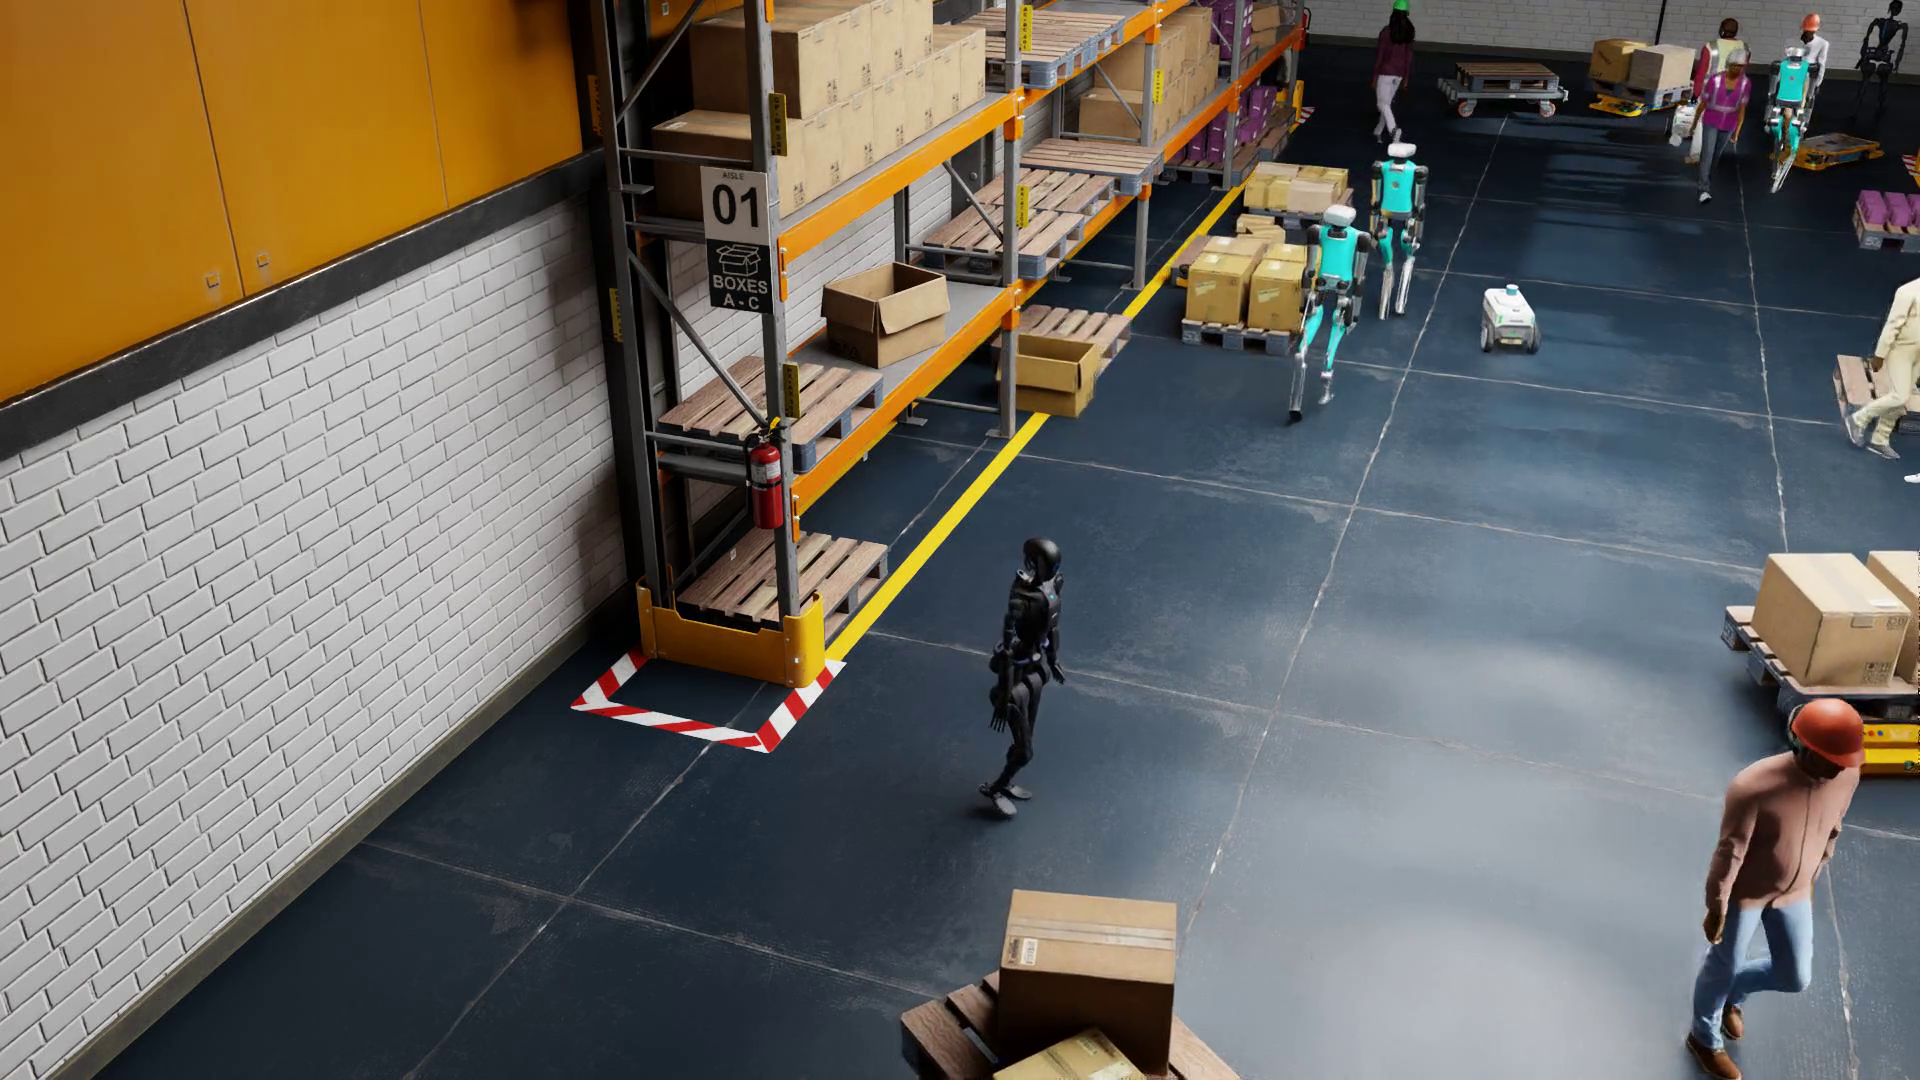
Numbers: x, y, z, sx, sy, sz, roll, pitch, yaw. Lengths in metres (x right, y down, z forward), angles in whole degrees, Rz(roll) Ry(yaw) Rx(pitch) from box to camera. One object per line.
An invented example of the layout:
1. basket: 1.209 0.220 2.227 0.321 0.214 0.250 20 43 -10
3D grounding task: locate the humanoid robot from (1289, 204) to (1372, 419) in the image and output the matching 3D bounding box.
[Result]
1. humanoid robot: 2.962 -1.803 13.687 0.530 1.783 1.003 14 30 24

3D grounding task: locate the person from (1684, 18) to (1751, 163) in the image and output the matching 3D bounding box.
1. person: 9.570 -5.651 21.035 0.631 1.818 0.445 -1 27 -1

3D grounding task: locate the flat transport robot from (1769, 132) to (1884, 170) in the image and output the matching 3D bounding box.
1. flat transport robot: 11.208 -5.015 21.478 1.431 0.231 0.659 -15 31 -27

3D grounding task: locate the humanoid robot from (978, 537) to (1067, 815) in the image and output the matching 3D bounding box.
1. humanoid robot: 0.333 0.711 8.850 0.385 1.641 0.608 16 31 28

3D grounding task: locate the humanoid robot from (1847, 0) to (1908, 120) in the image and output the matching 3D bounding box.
1. humanoid robot: 12.883 -6.731 23.318 0.763 1.628 0.590 -23 35 -37

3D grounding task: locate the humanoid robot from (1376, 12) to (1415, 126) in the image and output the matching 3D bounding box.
1. humanoid robot: 5.991 -6.521 22.868 0.603 1.650 0.328 -13 30 -23

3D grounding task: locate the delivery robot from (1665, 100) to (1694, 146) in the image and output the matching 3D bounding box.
1. delivery robot: 9.752 -5.589 22.278 0.519 0.593 0.764 12 29 21

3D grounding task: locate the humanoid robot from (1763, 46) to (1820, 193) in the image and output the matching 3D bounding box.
1. humanoid robot: 10.046 -5.132 20.122 0.562 1.759 0.973 18 32 30

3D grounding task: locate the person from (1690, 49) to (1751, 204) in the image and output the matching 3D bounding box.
1. person: 8.930 -4.889 19.583 0.537 1.780 0.999 5 28 10

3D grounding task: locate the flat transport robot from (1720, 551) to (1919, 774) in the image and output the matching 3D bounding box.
1. flat transport robot: 5.326 0.922 9.962 0.659 0.231 1.431 0 27 0

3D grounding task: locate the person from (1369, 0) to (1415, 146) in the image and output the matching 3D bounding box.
1. person: 5.703 -6.133 21.867 0.501 1.913 0.852 -6 28 -11

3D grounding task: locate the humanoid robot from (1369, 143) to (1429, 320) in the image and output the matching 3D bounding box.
1. humanoid robot: 4.210 -2.942 15.887 0.541 1.805 0.778 15 31 27

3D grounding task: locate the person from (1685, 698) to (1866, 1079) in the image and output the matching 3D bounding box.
1. person: 3.413 1.483 7.012 0.629 1.973 0.459 -5 28 -10

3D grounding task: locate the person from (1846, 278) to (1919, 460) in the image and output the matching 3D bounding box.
1. person: 7.428 -1.471 13.018 0.592 1.712 0.425 -13 30 -24

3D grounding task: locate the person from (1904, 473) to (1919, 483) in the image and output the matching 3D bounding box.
1. person: 7.479 -1.099 12.390 0.288 1.633 0.498 -2 27 -4

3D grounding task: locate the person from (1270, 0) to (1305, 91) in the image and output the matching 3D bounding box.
1. person: 4.912 -7.749 25.016 0.340 1.911 0.790 -7 28 -13

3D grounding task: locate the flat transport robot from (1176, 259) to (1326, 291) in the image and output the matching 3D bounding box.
1. flat transport robot: 2.982 -2.658 16.906 1.431 0.231 0.659 13 30 23

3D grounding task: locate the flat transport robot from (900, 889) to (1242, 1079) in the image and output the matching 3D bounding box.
1. flat transport robot: 0.427 2.441 7.016 1.431 0.231 0.659 -16 31 -28

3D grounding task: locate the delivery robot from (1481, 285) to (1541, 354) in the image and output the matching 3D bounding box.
1. delivery robot: 5.089 -2.080 15.447 0.499 0.570 0.747 2 27 4

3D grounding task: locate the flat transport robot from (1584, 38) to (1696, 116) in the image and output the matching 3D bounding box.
1. flat transport robot: 9.861 -6.360 24.087 1.431 0.231 0.659 -17 32 -29

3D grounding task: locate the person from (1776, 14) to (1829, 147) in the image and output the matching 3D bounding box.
1. person: 11.110 -6.102 21.996 0.577 1.717 0.616 20 33 34
